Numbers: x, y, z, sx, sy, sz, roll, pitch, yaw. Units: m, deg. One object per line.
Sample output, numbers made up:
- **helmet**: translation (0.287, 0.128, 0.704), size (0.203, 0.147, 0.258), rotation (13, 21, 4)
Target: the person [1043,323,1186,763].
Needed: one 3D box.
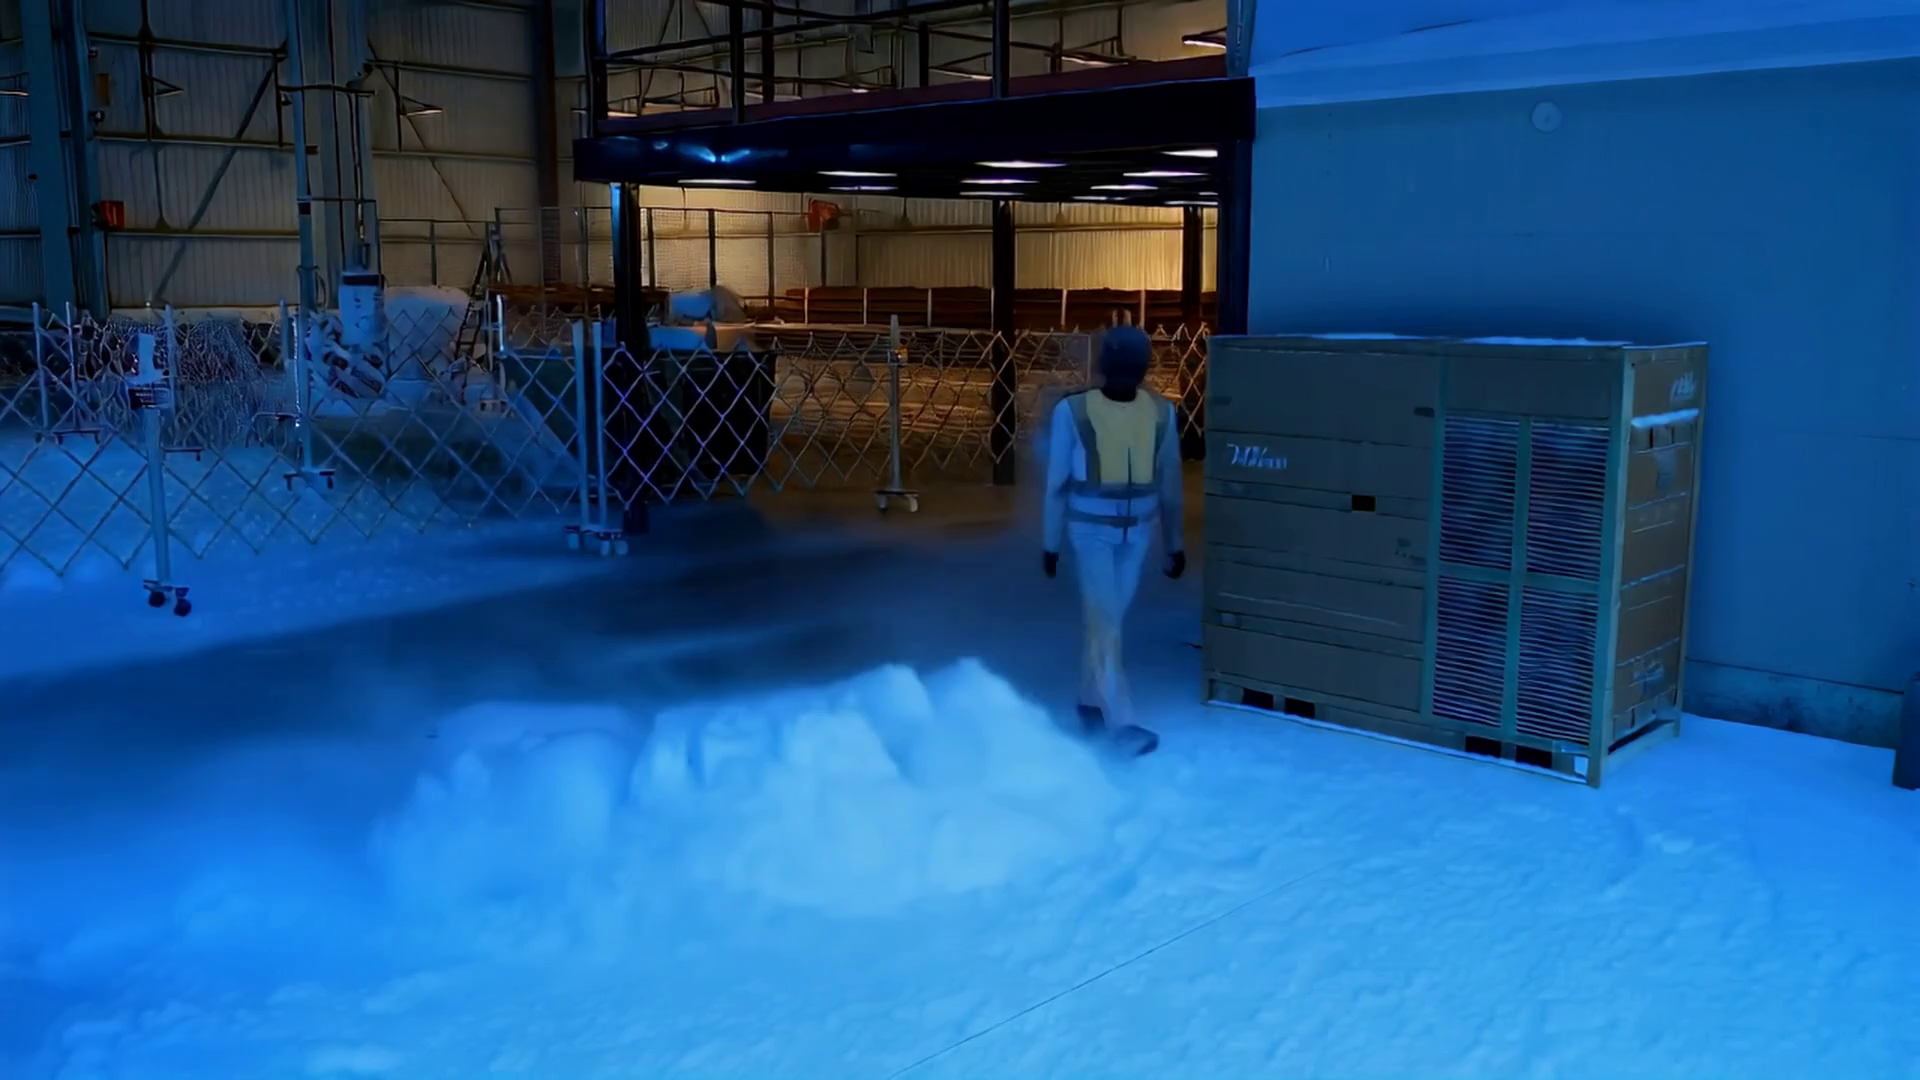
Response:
- **person**: translation (0.703, 0.011, 7.070), size (0.578, 1.832, 0.974), rotation (-4, 10, -21)
